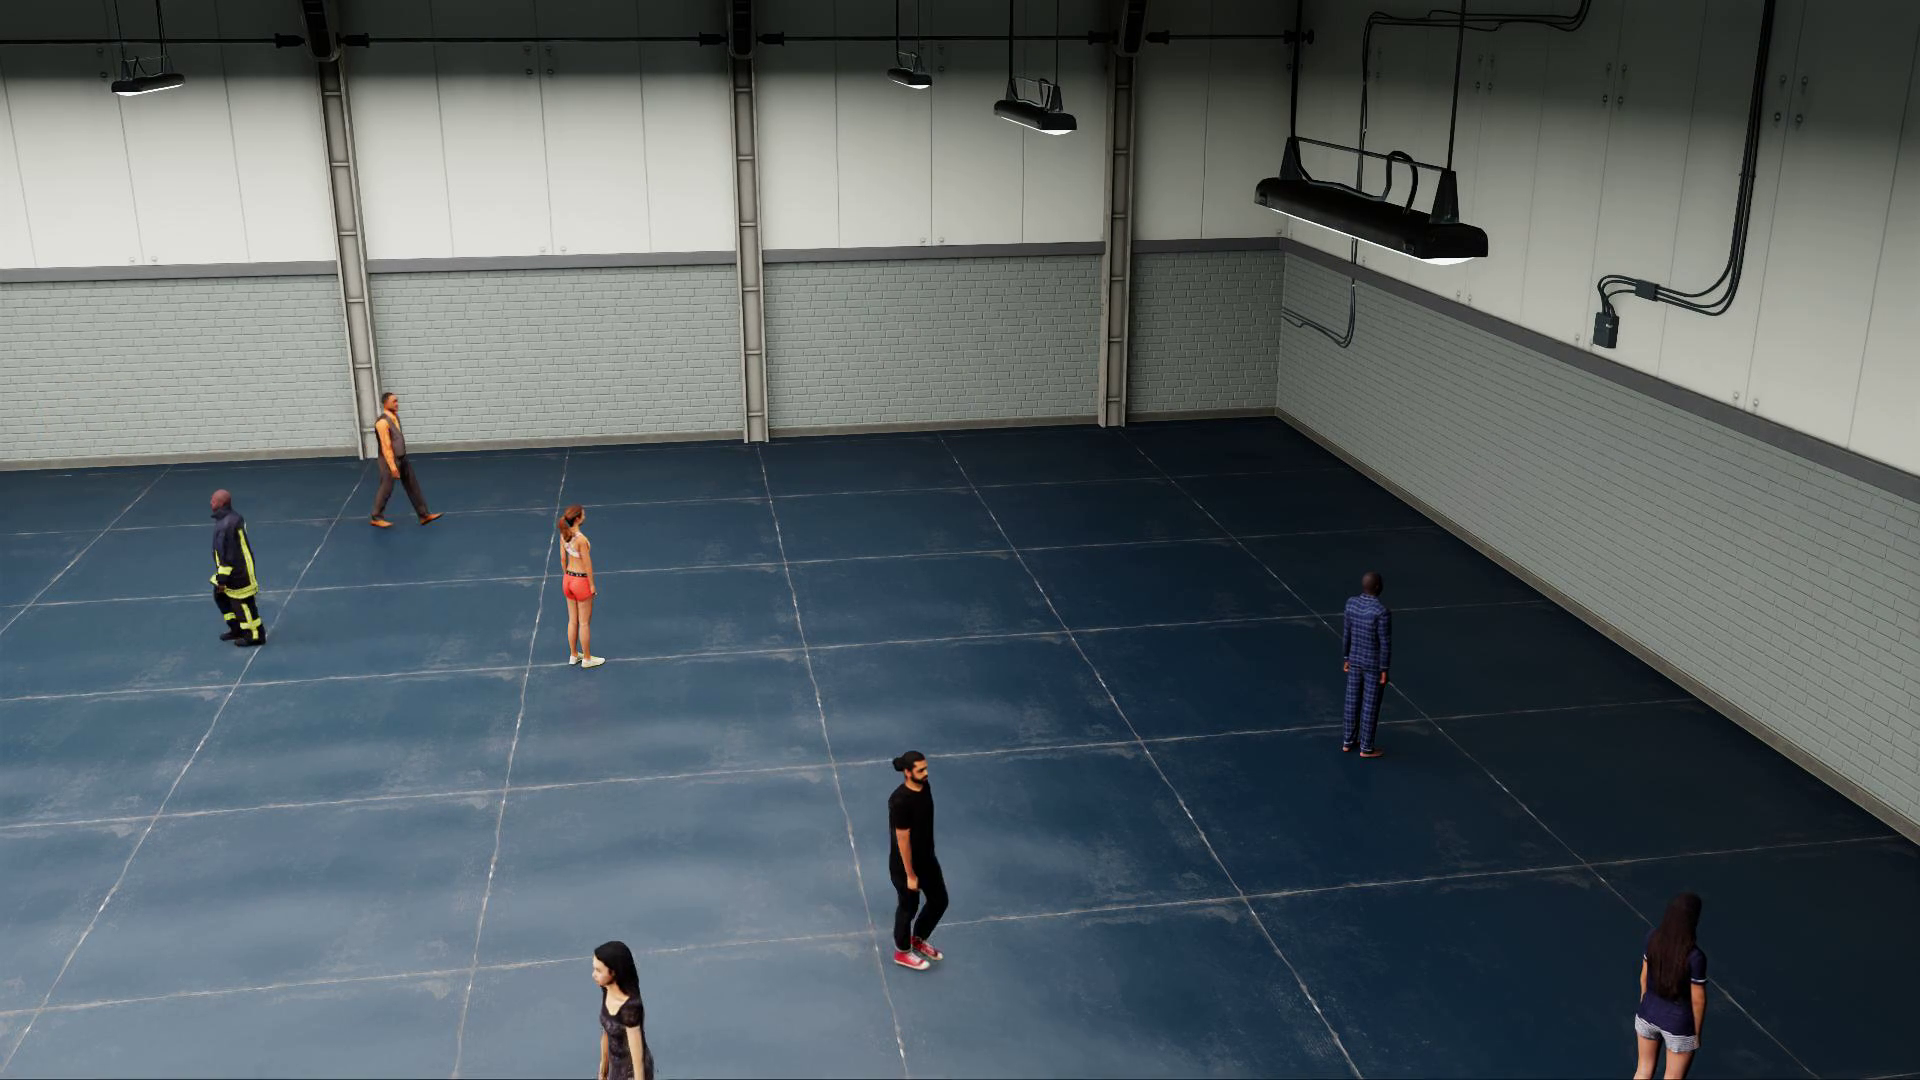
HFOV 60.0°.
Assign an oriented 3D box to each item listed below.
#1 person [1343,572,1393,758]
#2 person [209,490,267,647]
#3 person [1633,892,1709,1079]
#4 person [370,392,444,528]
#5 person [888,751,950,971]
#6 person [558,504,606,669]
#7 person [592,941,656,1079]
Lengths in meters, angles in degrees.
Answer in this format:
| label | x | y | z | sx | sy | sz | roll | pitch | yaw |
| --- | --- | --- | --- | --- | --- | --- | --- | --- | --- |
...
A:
| label | x | y | z | sx | sy | sz | roll | pitch | yaw |
| --- | --- | --- | --- | --- | --- | --- | --- | --- | --- |
| person | 3.836 | 1.159 | 15.695 | 0.791 | 1.823 | 0.775 | -15 | 24 | -39 |
| person | -7.910 | 0.300 | 18.356 | 0.774 | 1.809 | 0.788 | -5 | 19 | -14 |
| person | 4.351 | 2.968 | 10.229 | 0.644 | 1.768 | 0.642 | -12 | 21 | -32 |
| person | -7.732 | -1.034 | 22.373 | 1.317 | 1.857 | 0.968 | 2 | 18 | 7 |
| person | -0.408 | 2.342 | 12.186 | 0.807 | 1.745 | 0.757 | 10 | 21 | 29 |
| person | -4.094 | 0.485 | 17.817 | 0.668 | 1.789 | 0.721 | 13 | 22 | 35 |
| person | -1.840 | 3.128 | 9.728 | 0.876 | 1.773 | 0.781 | -12 | 22 | -33 |
